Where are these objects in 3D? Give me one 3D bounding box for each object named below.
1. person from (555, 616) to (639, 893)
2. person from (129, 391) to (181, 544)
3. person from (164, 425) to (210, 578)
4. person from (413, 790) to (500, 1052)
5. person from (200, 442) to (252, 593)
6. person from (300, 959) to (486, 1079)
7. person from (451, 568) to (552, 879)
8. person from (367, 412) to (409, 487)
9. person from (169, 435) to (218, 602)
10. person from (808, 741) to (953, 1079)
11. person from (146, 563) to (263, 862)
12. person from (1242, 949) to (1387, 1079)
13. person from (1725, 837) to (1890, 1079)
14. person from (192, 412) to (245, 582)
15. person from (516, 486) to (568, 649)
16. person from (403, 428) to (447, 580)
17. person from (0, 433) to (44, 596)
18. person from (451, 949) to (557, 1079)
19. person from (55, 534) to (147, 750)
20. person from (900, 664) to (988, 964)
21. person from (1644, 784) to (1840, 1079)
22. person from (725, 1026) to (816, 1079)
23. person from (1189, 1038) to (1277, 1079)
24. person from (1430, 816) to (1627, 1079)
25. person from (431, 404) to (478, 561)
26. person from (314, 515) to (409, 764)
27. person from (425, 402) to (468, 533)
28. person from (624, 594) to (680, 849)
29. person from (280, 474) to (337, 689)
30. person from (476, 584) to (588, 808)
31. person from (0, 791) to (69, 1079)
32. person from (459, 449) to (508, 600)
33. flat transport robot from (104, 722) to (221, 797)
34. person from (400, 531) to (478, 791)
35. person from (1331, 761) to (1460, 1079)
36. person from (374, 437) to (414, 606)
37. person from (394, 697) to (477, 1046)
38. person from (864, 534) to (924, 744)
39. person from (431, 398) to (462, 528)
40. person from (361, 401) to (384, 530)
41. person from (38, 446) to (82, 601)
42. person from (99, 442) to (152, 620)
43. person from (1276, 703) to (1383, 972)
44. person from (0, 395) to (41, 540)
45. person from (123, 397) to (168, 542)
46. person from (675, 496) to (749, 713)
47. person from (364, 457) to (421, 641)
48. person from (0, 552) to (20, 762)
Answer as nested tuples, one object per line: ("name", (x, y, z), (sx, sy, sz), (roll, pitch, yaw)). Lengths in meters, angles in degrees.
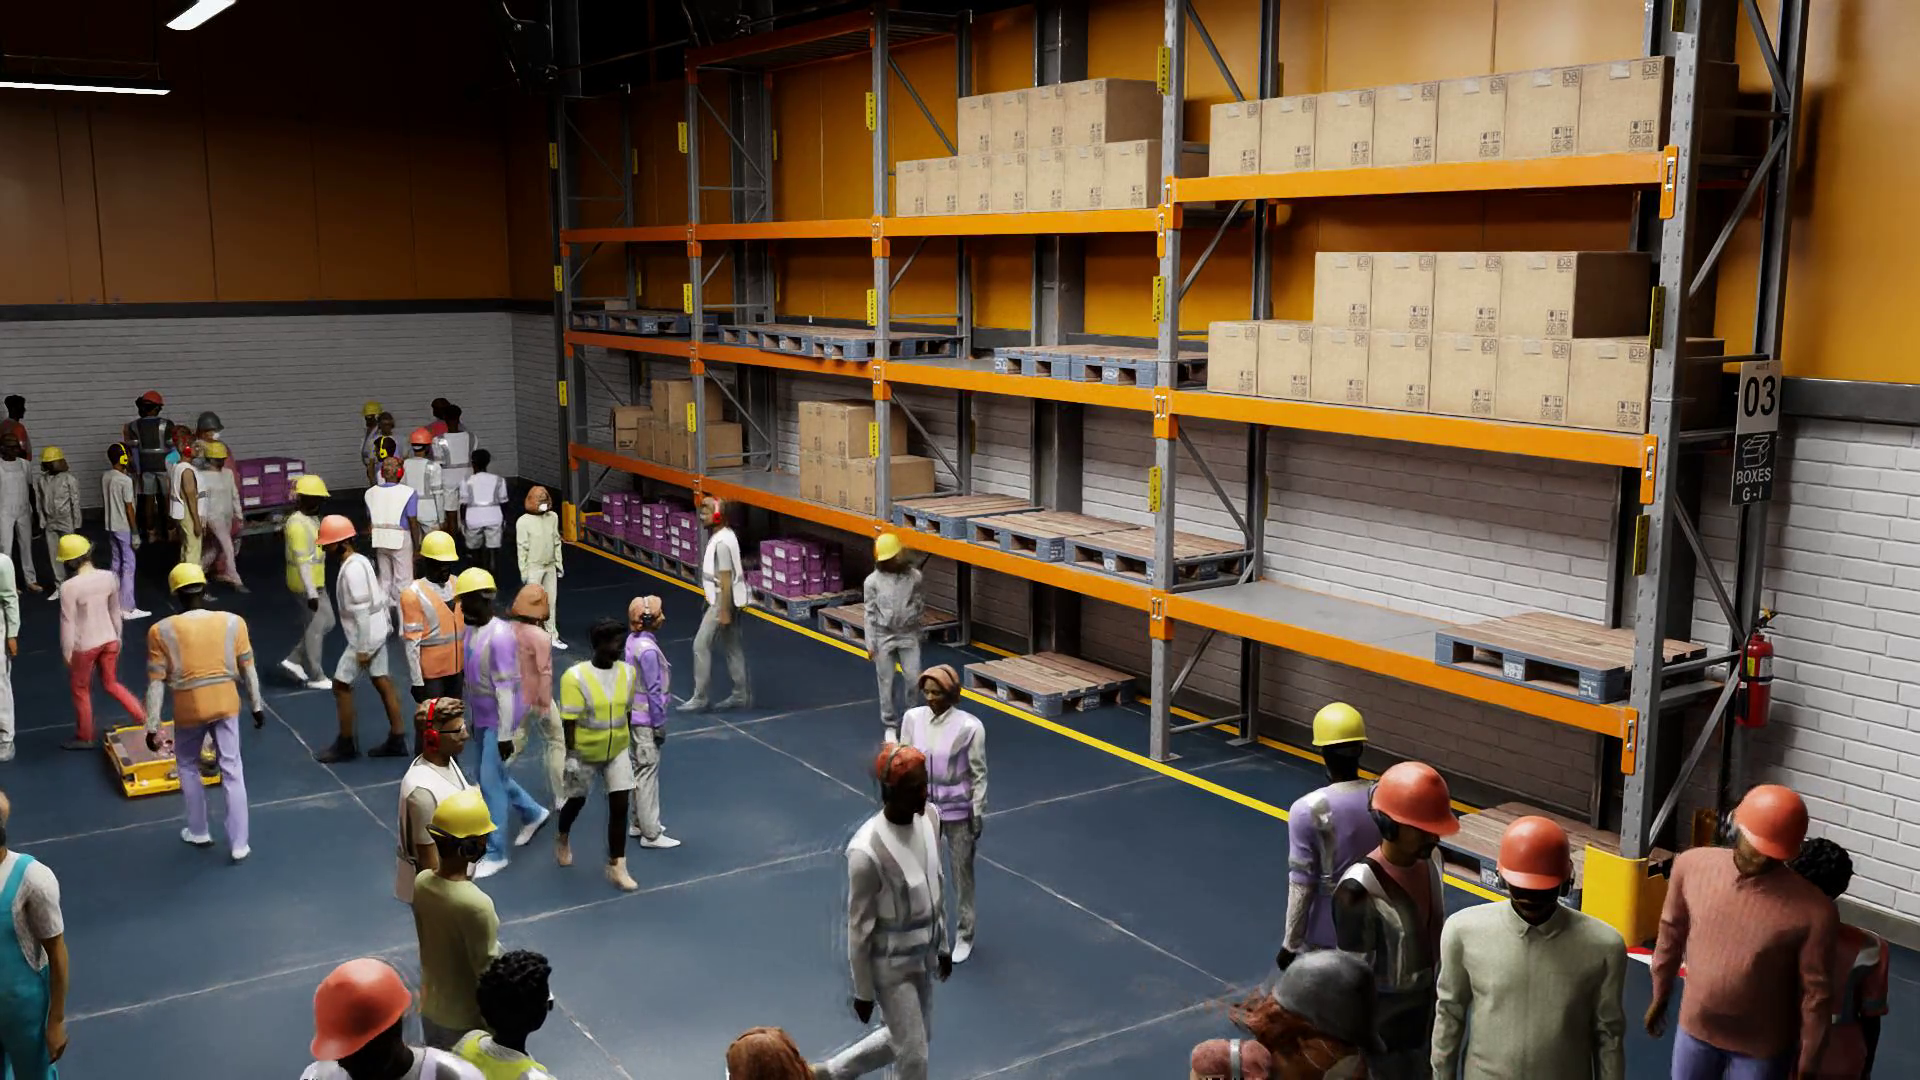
("person", (-2.237, 1.258, 10.140), (0.540, 1.660, 0.784), (-8, 12, -38))
("person", (-10.629, -0.956, 22.025), (0.608, 2.043, 0.374), (0, 10, -3))
("person", (-9.054, -0.433, 19.520), (0.389, 1.849, 0.567), (3, 10, 20))
("person", (-1.919, 1.837, 6.472), (0.524, 1.761, 0.339), (9, 14, 44))
("person", (-8.452, -0.264, 18.897), (0.846, 1.739, 0.535), (3, 10, 15))
("person", (-1.600, 2.062, 4.775), (0.553, 1.899, 0.548), (-1, 10, -3))
("person", (-2.852, 1.108, 10.373), (0.608, 1.895, 0.627), (-7, 12, -36))
("person", (-7.417, -0.780, 21.657), (0.560, 1.819, 0.690), (-4, 11, -24))
("person", (-8.492, -0.231, 18.336), (0.390, 1.850, 0.565), (-7, 12, -35))
("person", (-0.314, 1.717, 6.862), (0.763, 1.864, 0.576), (5, 11, 27))
("person", (-4.808, 1.080, 10.566), (0.720, 1.865, 0.862), (-7, 12, -36))
("person", (0.841, 2.035, 4.470), (0.593, 2.000, 0.765), (7, 12, 34))
("person", (3.111, 1.928, 6.146), (0.536, 1.690, 0.322), (3, 10, 16))
("person", (-8.677, -0.508, 19.402), (0.576, 2.000, 0.699), (2, 10, 14))
("person", (-4.030, 0.281, 15.996), (0.299, 1.622, 0.504), (7, 12, 35))
("person", (-5.917, -0.271, 18.350), (0.543, 1.929, 0.387), (3, 10, 15))
("person", (-10.645, -0.288, 18.709), (0.341, 1.840, 0.504), (6, 12, 33))
("person", (-1.388, 2.095, 5.166), (0.535, 1.690, 0.323), (8, 13, 40))
("person", (-6.605, 0.788, 12.704), (0.708, 1.724, 0.556), (3, 10, 17))
("person", (-0.098, 1.468, 8.987), (0.523, 1.636, 0.310), (5, 11, 26))
("person", (2.906, 1.793, 6.173), (0.656, 1.952, 0.684), (-8, 12, -38))
("person", (-0.530, 2.184, 4.816), (0.278, 1.629, 0.504), (-1, 10, -7))
("person", (0.698, 2.156, 4.321), (1.027, 1.847, 0.671), (3, 10, 20))
("person", (1.895, 1.874, 5.589), (0.617, 1.986, 0.408), (3, 10, 17))
("person", (-6.309, -0.716, 20.840), (0.607, 1.966, 0.373), (-8, 12, -38))
("person", (-4.571, 0.741, 12.482), (0.792, 1.887, 0.561), (-2, 10, -9))
("person", (-7.001, -0.972, 22.761), (0.636, 1.815, 0.634), (1, 10, 4))
("person", (-2.022, 1.166, 10.746), (0.313, 1.642, 0.513), (-4, 11, -23))
("person", (-5.706, 0.375, 14.565), (0.455, 1.911, 0.601), (-1, 10, -6))
("person", (-2.965, 1.096, 11.295), (0.501, 1.613, 0.769), (8, 13, 40))
("person", (-3.650, 1.814, 6.342), (0.517, 1.843, 0.325), (1, 10, 8))
("person", (-5.339, -0.194, 18.654), (0.544, 1.662, 0.766), (-3, 10, -19))
("flat transport robot", (-5.910, 1.580, 12.333), (0.652, 0.197, 1.431), (-6, 11, -32))
("person", (-3.601, 0.884, 11.564), (0.372, 1.923, 0.595), (4, 10, 21))
("person", (1.589, 1.776, 6.036), (0.403, 2.031, 0.612), (9, 13, 43))
("person", (-6.191, -0.201, 18.143), (0.333, 1.860, 0.510), (2, 10, 14))
("person", (-2.355, 1.609, 7.540), (0.380, 1.845, 0.570), (-2, 10, -10))
("person", (-0.511, 0.771, 12.866), (0.500, 1.702, 0.498), (-3, 10, -16))
("person", (-7.256, -1.095, 23.474), (0.637, 1.833, 0.429), (9, 13, 42))
("person", (-8.057, -1.011, 23.000), (0.403, 1.824, 0.592), (-9, 13, -42))
("person", (-9.938, -0.176, 18.360), (0.489, 1.735, 0.342), (2, 10, 10))
("person", (-8.806, -0.092, 17.493), (0.509, 1.862, 0.327), (6, 11, 32))
("person", (1.622, 1.645, 7.129), (0.585, 1.917, 0.382), (-4, 11, -23))
("person", (-12.693, -0.980, 22.413), (0.610, 1.958, 0.363), (8, 13, 40))
("person", (-10.821, -0.944, 22.202), (0.602, 1.959, 0.371), (-3, 10, -19))
("person", (-2.111, 0.541, 13.852), (0.739, 1.820, 0.583), (-1, 10, -6))
("person", (-5.626, 0.091, 16.521), (0.561, 1.828, 0.418), (2, 10, 14))
("person", (-7.385, 0.717, 12.482), (0.605, 1.948, 0.405), (-2, 10, -10))
